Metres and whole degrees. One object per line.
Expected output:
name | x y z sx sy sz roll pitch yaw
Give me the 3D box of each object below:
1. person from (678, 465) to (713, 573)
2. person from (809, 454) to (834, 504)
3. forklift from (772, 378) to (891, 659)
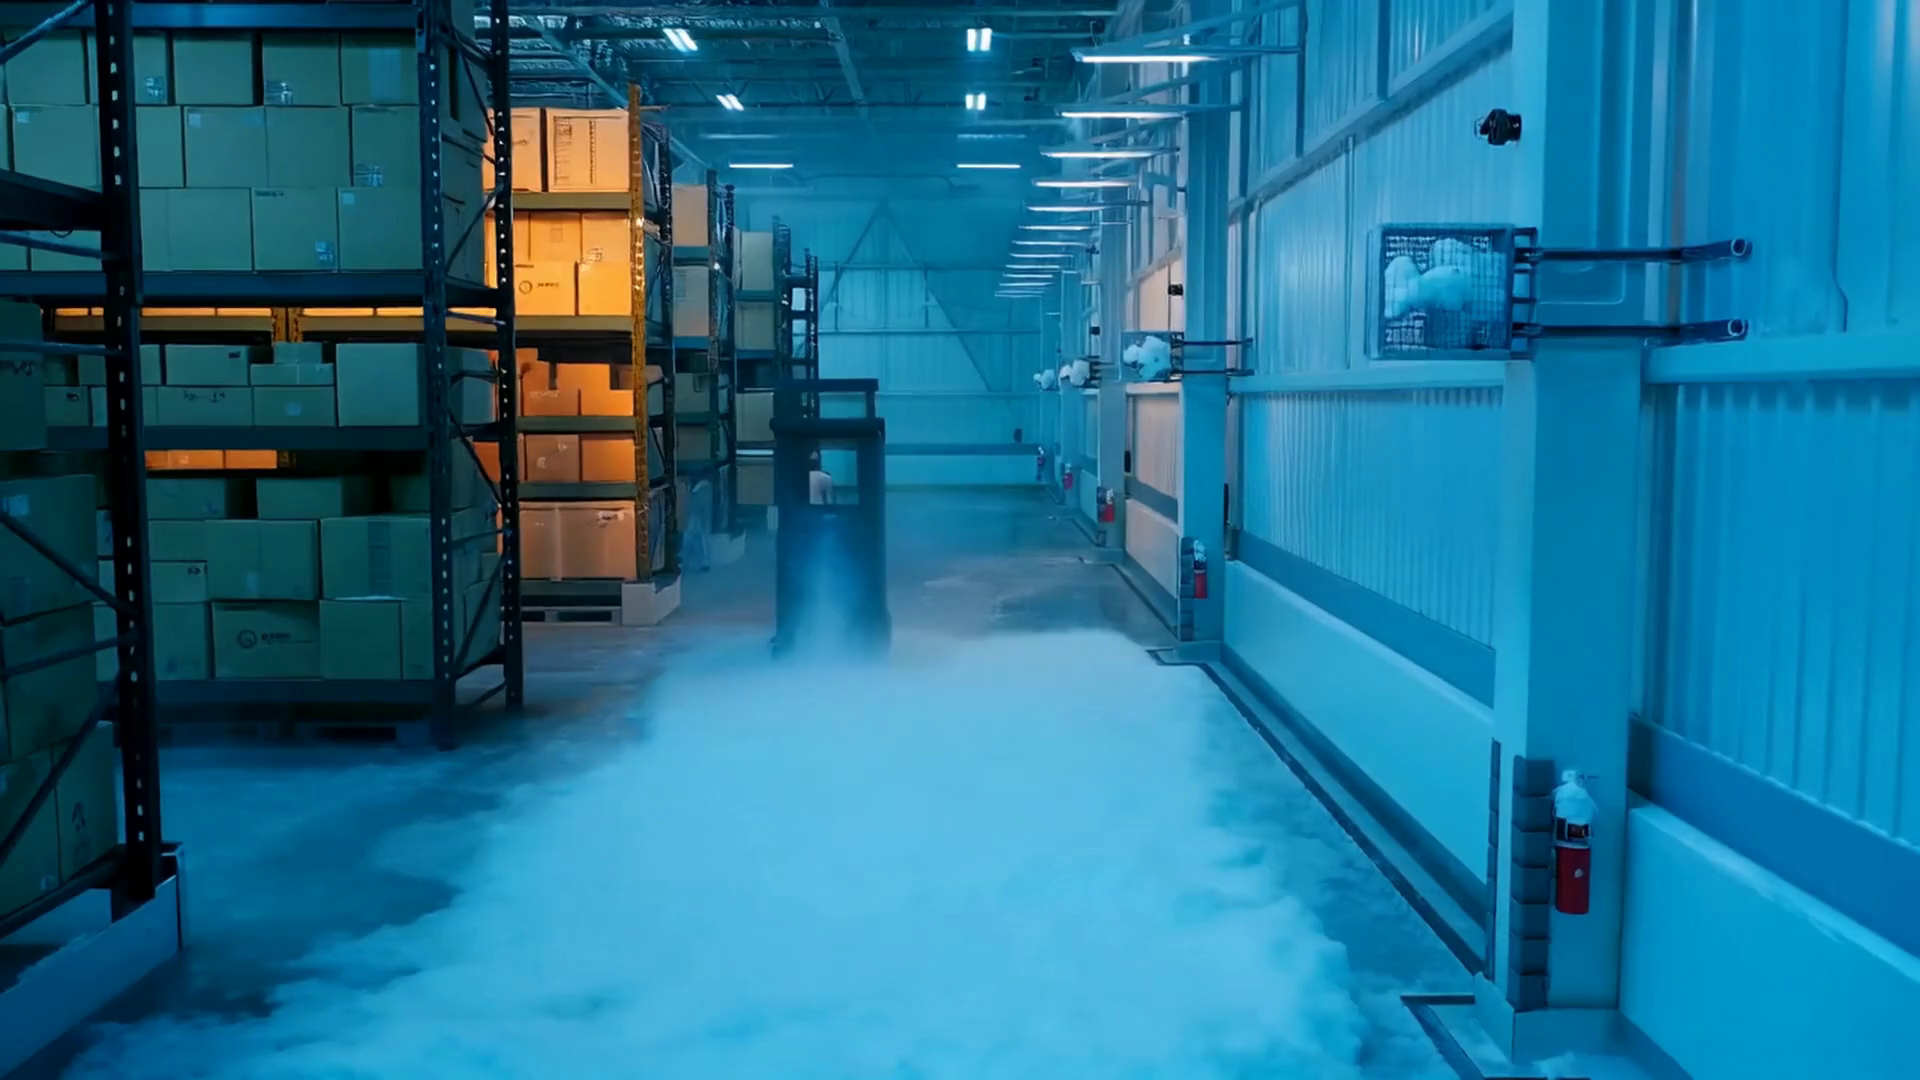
person | -3.981 -0.299 24.651 0.745 1.606 0.546 -4 6 -37
person | -2.311 -0.516 26.607 0.579 1.710 0.783 -1 5 -7
forklift | -1.297 -0.281 17.185 1.129 2.768 1.873 0 5 0
